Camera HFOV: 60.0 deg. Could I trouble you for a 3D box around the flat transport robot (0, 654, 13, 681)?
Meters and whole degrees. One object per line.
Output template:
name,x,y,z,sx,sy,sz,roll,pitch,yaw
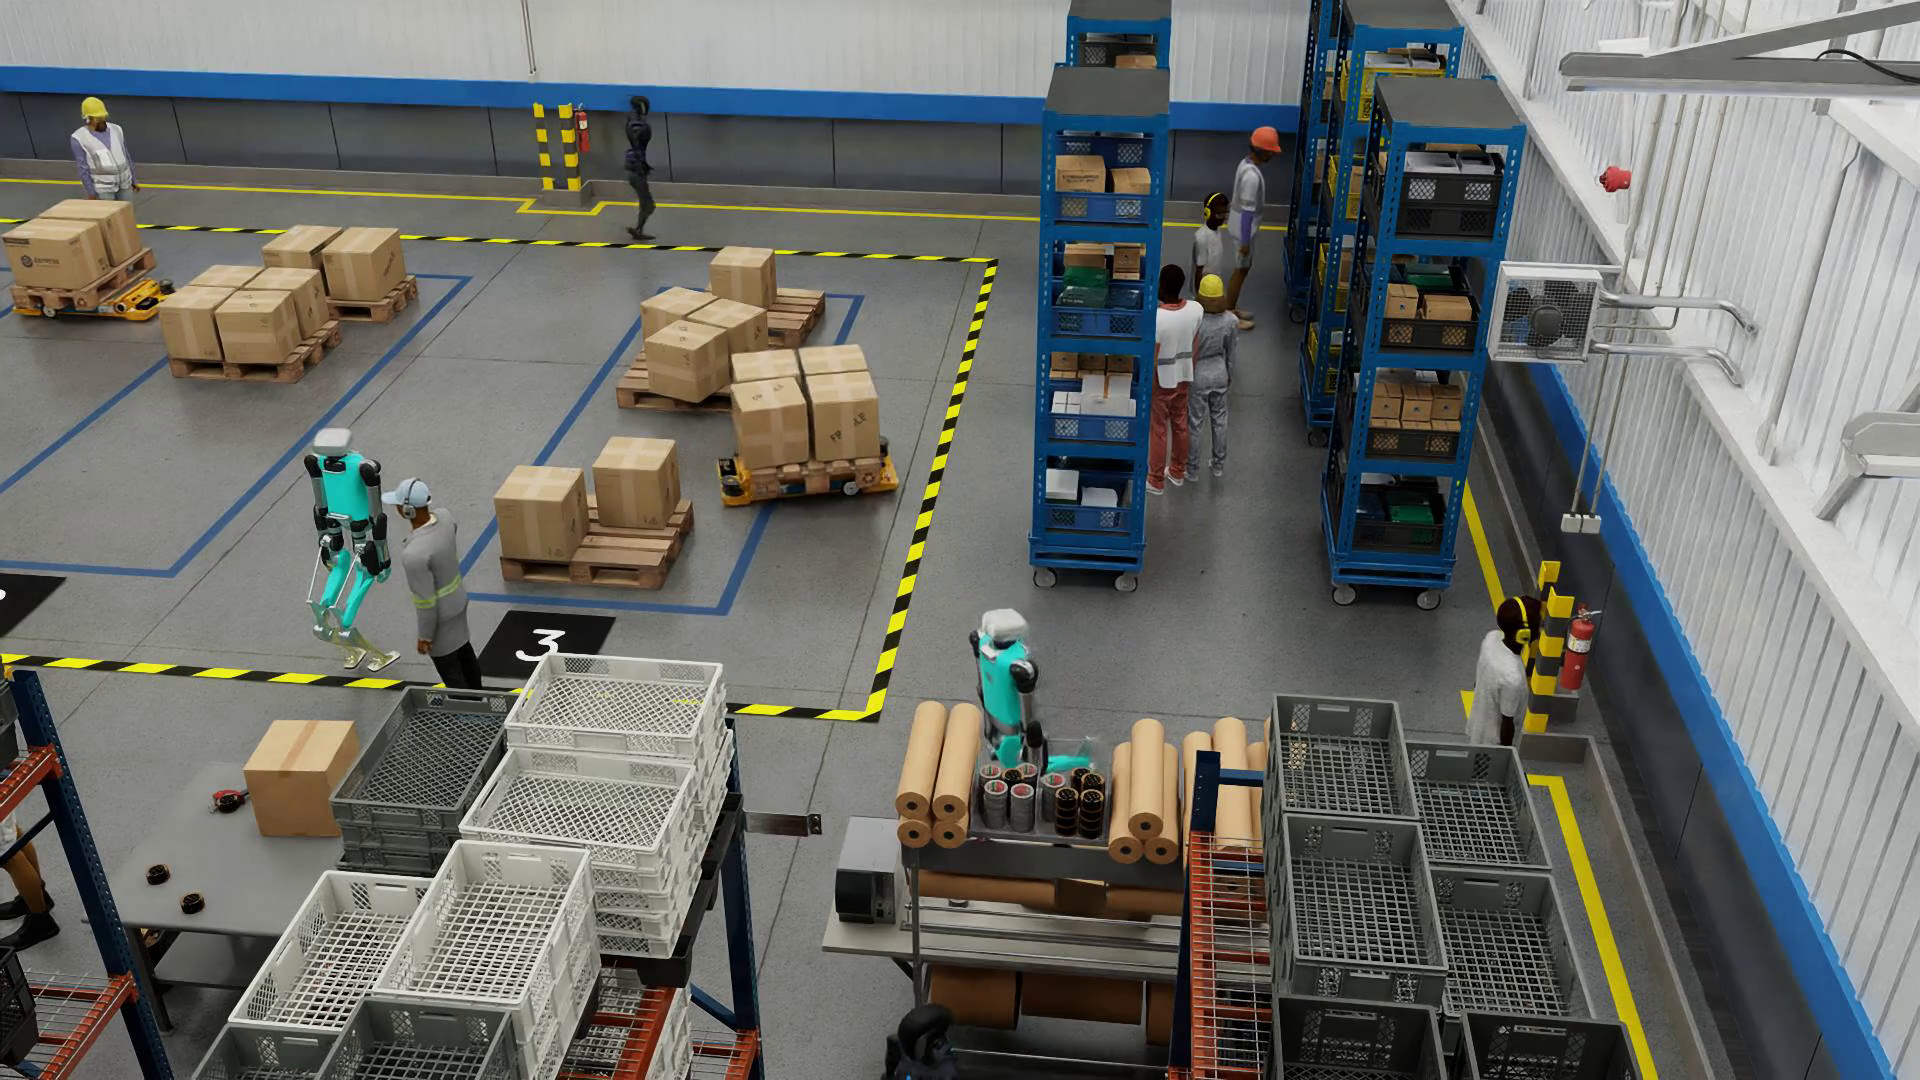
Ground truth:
flat transport robot,-7.142,0.969,11.010,1.431,0.231,0.659,3,30,6

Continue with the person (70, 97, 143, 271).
person,-8.971,-3.767,17.588,0.404,1.834,0.585,18,35,27

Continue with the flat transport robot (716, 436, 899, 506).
flat transport robot,-1.258,-0.583,13.648,1.431,0.197,0.652,-6,31,-10

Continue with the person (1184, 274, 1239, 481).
person,1.987,-1.312,13.461,0.491,1.740,0.321,-10,32,-17

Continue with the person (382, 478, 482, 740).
person,-3.263,0.437,10.348,0.391,1.853,0.587,3,30,5

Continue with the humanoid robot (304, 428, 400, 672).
humanoid robot,-4.055,0.148,10.822,0.533,1.681,0.735,9,31,16

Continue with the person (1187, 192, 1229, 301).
person,2.210,-2.200,14.870,0.336,1.863,0.517,12,32,20

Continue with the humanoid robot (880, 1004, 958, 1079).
humanoid robot,-0.108,2.551,6.916,0.435,1.640,0.599,-24,38,-35

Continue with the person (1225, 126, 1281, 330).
person,2.813,-3.016,16.115,0.454,2.017,0.615,4,30,7

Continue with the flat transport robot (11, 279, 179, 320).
flat transport robot,-8.792,-2.479,16.904,1.431,0.197,0.652,3,30,6

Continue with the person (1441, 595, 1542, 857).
person,2.959,1.112,9.166,0.327,1.876,0.515,-1,30,-1

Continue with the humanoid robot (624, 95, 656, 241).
humanoid robot,-3.525,-4.087,18.302,0.367,1.642,0.609,-2,30,-4

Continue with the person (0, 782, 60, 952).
person,-5.161,1.326,8.737,0.359,1.939,0.542,-14,33,-23

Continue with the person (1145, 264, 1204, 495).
person,1.649,-1.265,13.209,0.587,1.918,0.392,-21,36,-31

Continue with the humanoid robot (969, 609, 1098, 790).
humanoid robot,0.420,1.107,9.318,1.033,1.732,0.561,-18,35,-28
